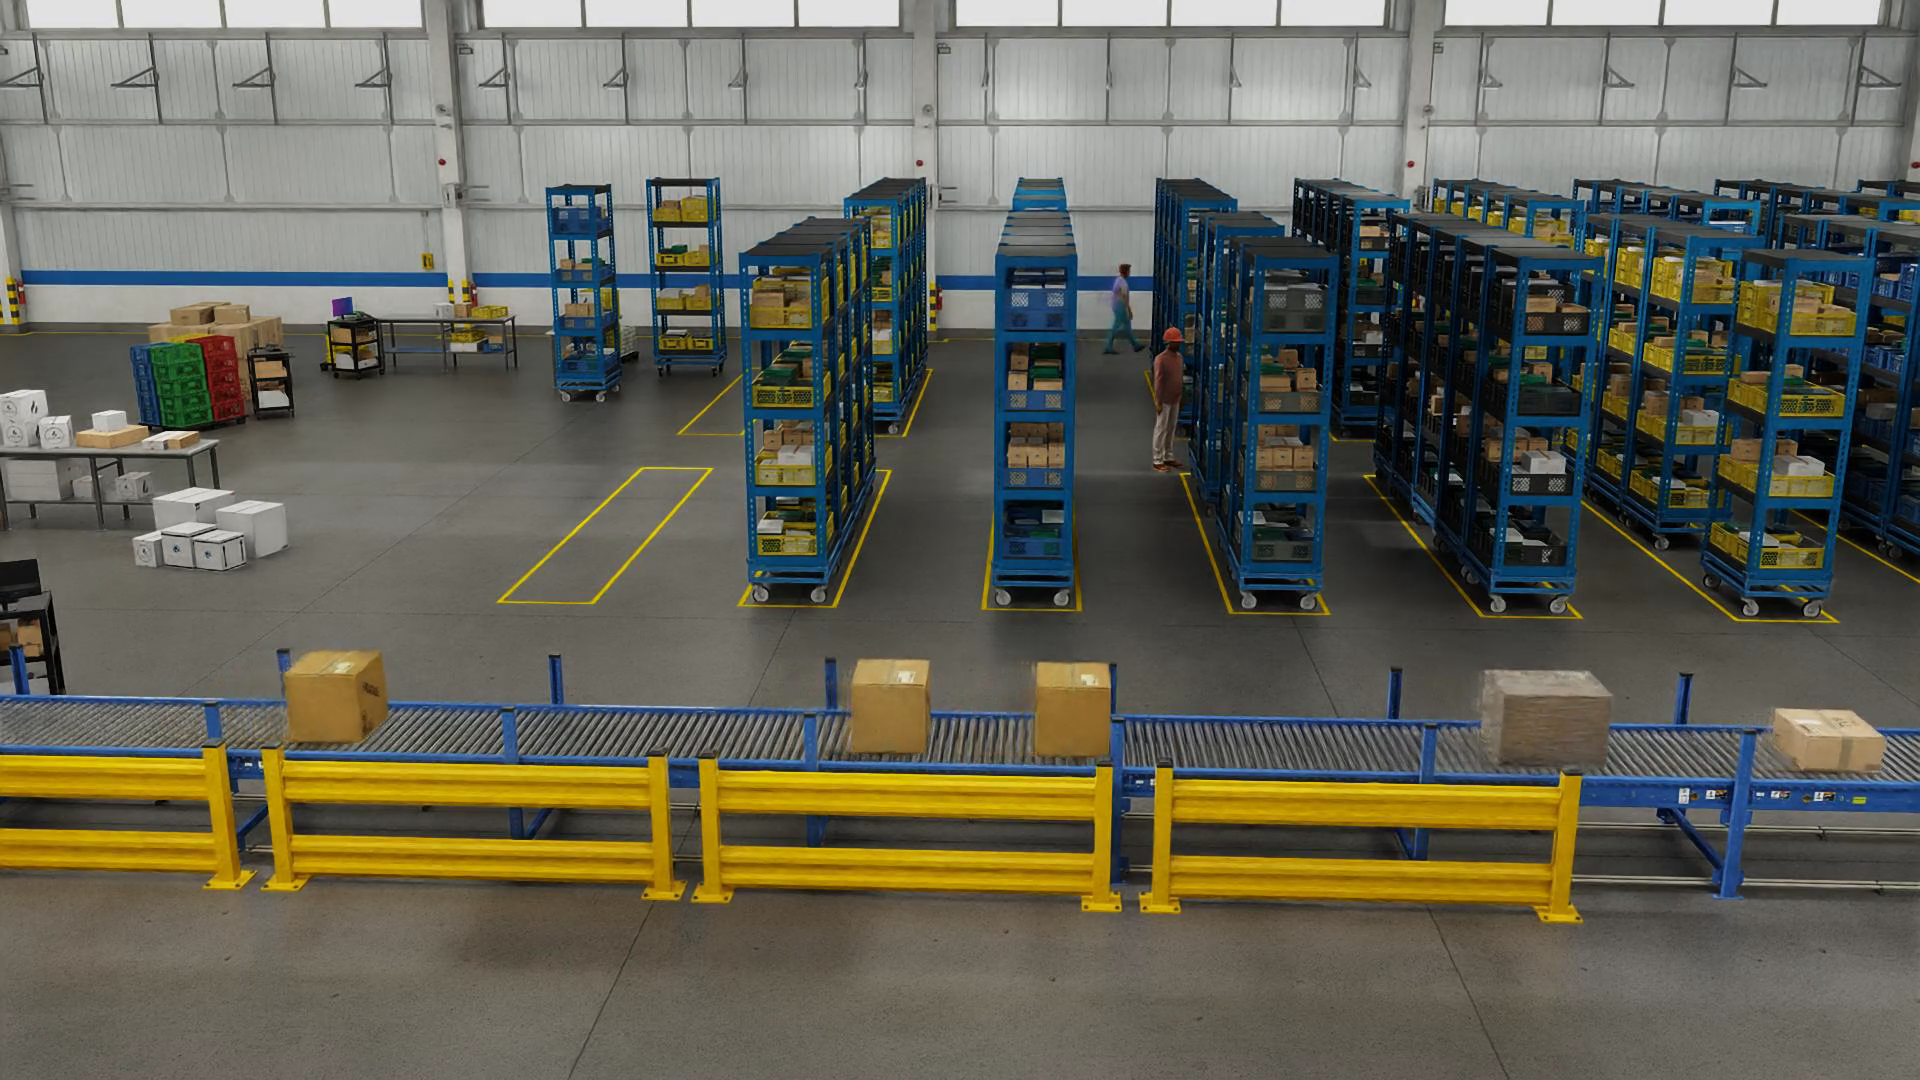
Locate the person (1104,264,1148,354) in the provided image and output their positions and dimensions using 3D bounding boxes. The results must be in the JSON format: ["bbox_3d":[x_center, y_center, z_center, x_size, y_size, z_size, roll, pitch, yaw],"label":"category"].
[{"bbox_3d":[3.319,-4.594,33.176,0.955,1.792,0.596,-1,15,-2],"label":"person"}]

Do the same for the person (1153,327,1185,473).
[{"bbox_3d":[2.894,-1.942,22.966,0.379,1.996,0.611,13,20,39],"label":"person"}]
